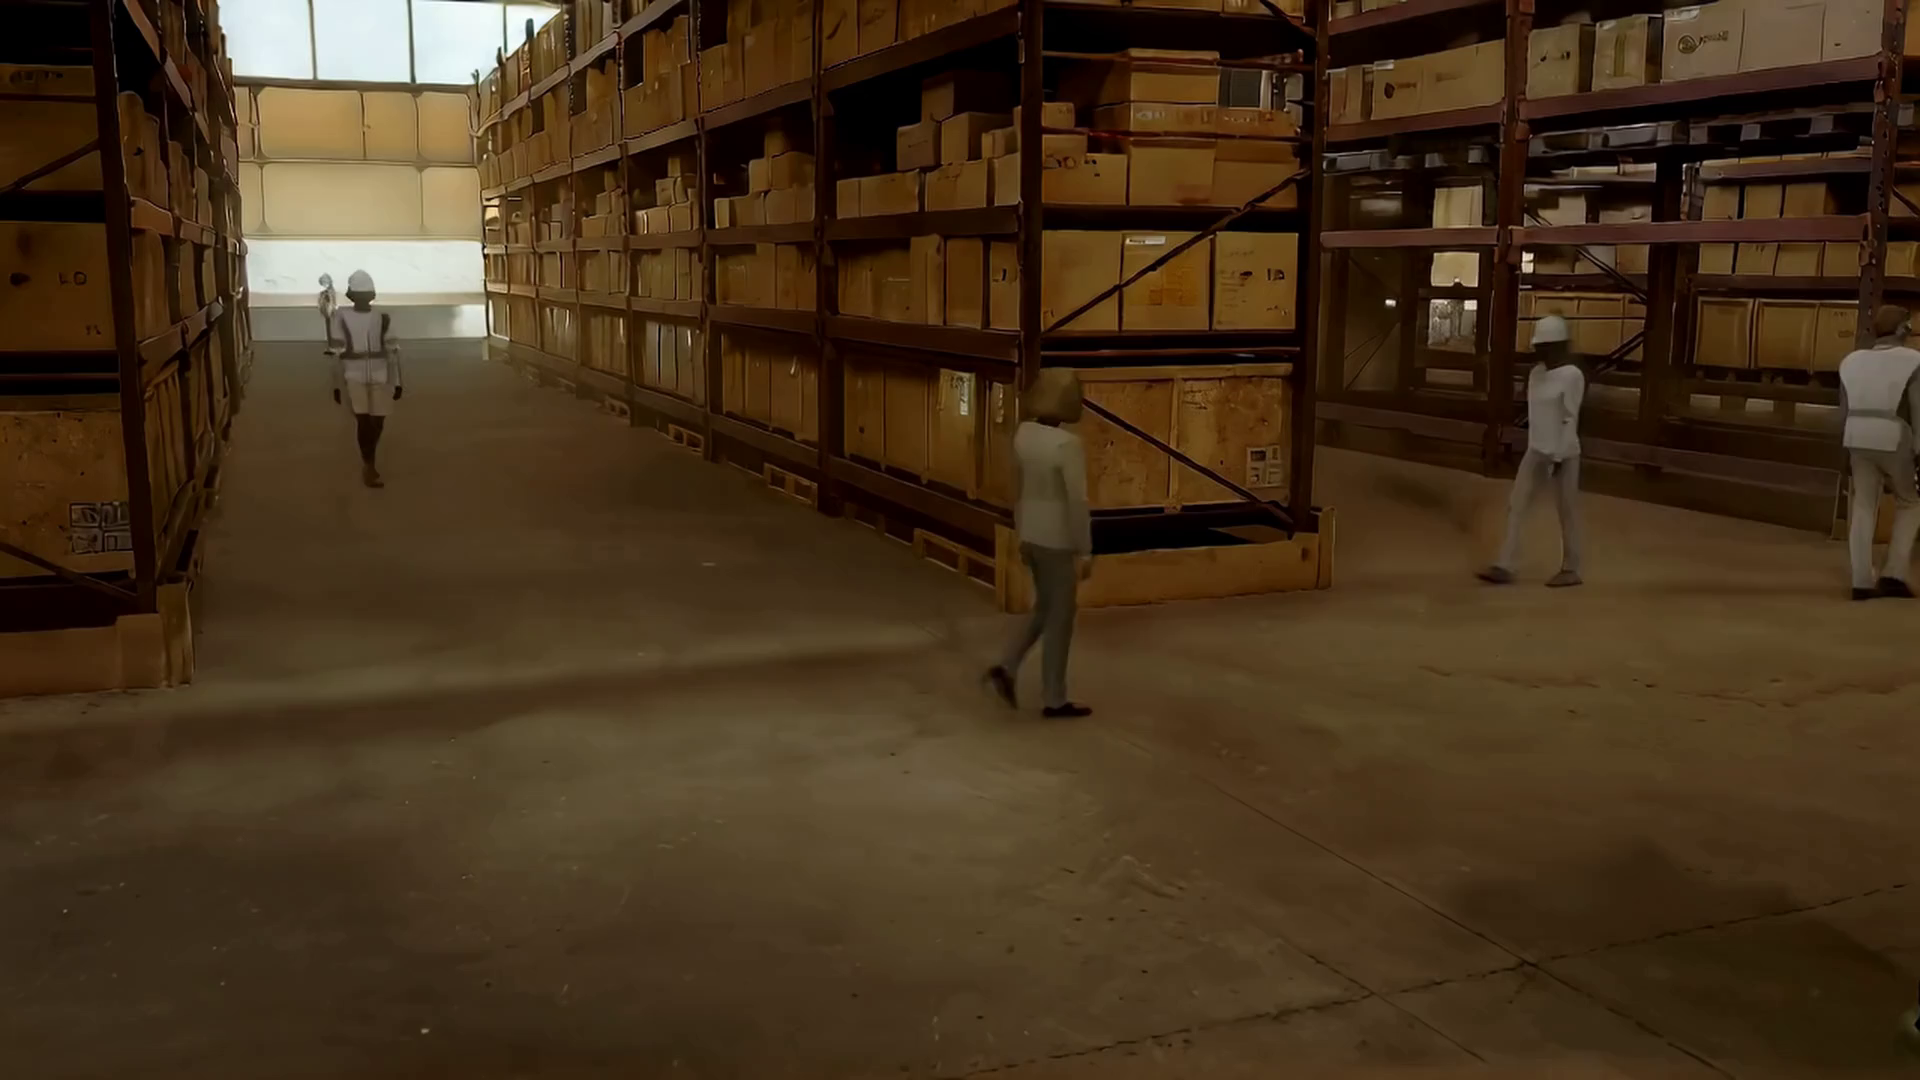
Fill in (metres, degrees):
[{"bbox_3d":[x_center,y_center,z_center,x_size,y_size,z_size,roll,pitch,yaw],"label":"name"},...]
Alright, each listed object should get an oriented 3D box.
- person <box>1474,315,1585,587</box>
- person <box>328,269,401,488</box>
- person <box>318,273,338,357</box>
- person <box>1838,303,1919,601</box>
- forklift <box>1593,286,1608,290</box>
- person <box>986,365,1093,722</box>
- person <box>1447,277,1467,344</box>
[{"bbox_3d":[3.652,-0.537,10.498,0.801,1.734,0.529,-4,10,-22],"label":"person"},{"bbox_3d":[-5.571,-1.522,15.579,0.613,2.020,0.878,-6,11,-31],"label":"person"},{"bbox_3d":[-13.945,-4.961,36.709,0.404,1.830,0.603,-5,11,-26],"label":"person"},{"bbox_3d":[5.679,-0.532,10.211,0.545,1.818,0.590,-6,11,-31],"label":"person"},{"bbox_3d":[12.009,-4.588,31.344,1.873,2.768,1.129,3,10,20],"label":"forklift"},{"bbox_3d":[0.384,0.029,7.435,0.397,1.621,0.530,-6,11,-31],"label":"person"},{"bbox_3d":[12.727,-5.880,42.636,0.492,1.696,0.903,1,10,5],"label":"person"}]
